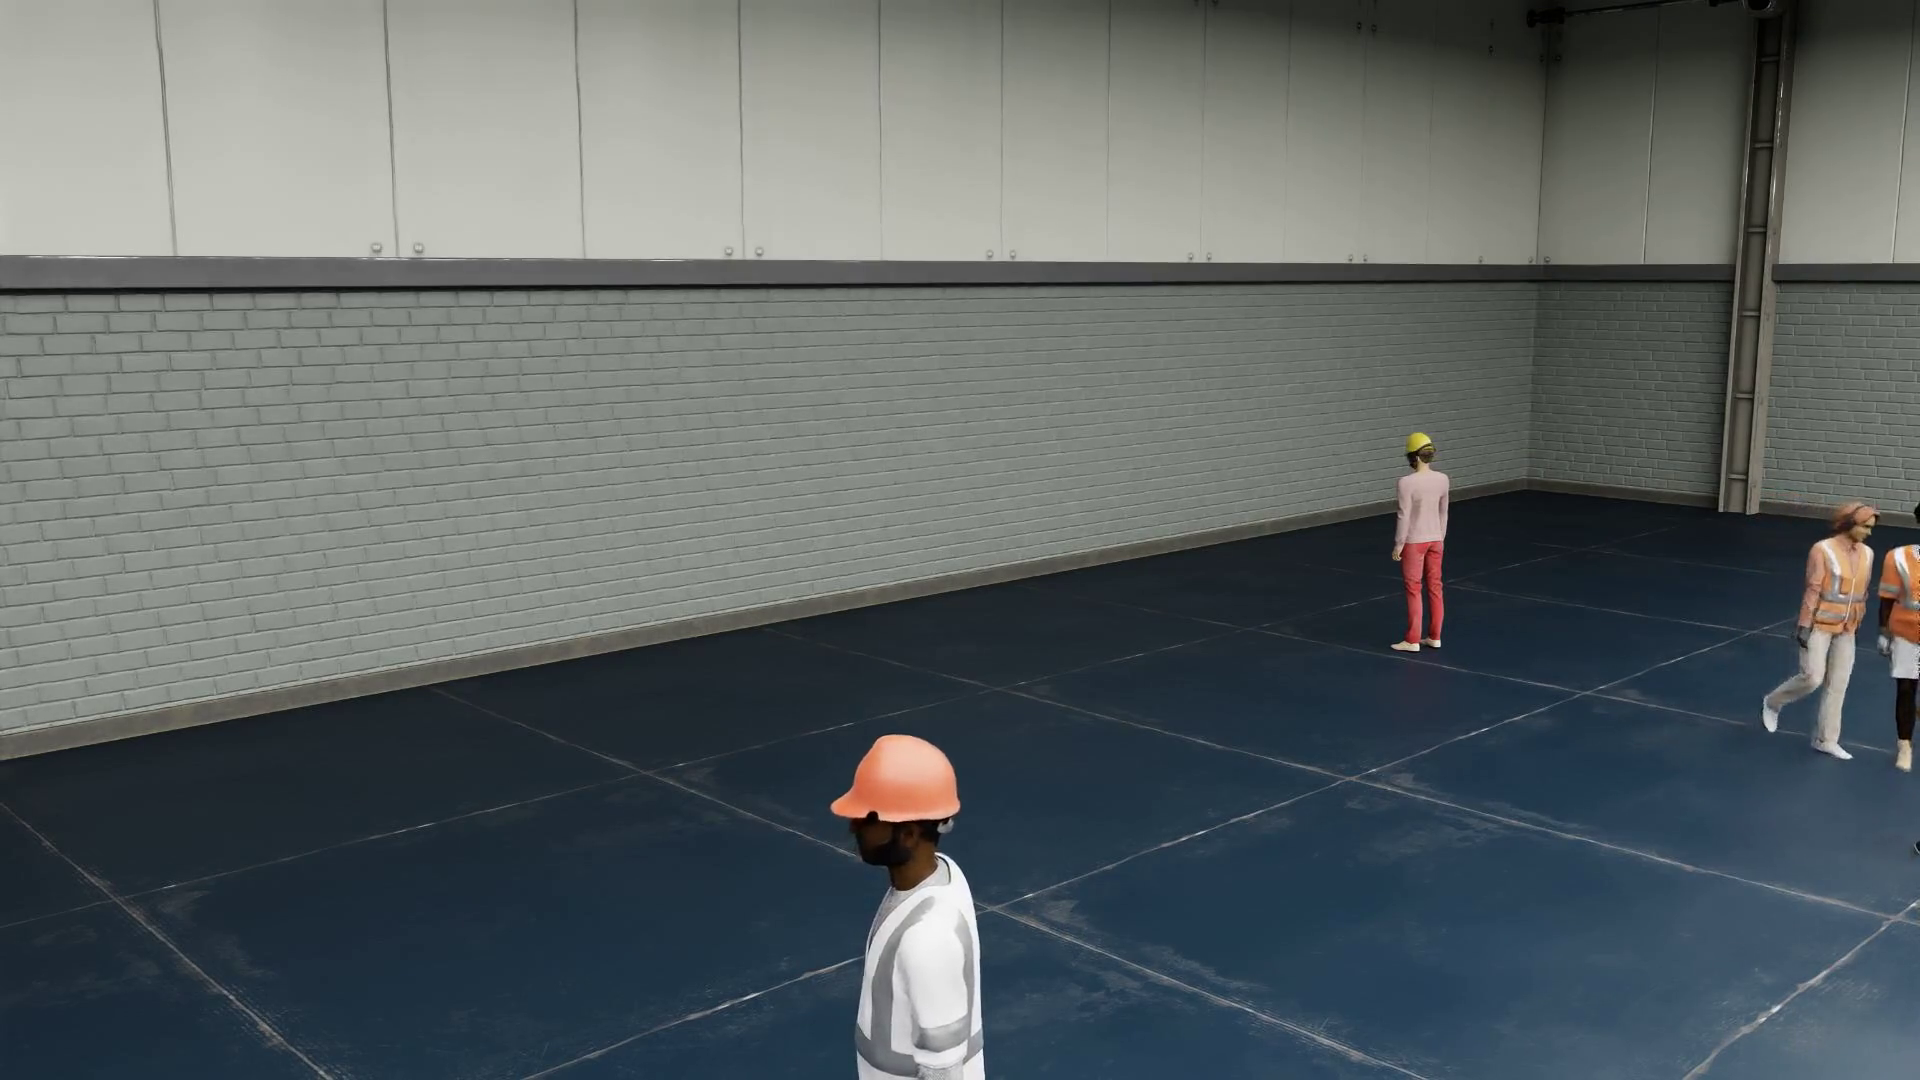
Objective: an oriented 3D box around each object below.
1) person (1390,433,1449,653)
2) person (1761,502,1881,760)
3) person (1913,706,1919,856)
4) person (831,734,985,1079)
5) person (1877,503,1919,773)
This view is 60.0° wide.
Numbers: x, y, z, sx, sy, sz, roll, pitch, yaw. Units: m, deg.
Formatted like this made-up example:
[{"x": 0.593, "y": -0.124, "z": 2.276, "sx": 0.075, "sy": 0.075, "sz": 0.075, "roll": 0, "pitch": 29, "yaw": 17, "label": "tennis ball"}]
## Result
[{"x": 3.662, "y": 0.025, "z": 13.296, "sx": 0.526, "sy": 1.758, "sz": 0.343, "roll": -5, "pitch": 10, "yaw": -28, "label": "person"}, {"x": 5.439, "y": 0.543, "z": 10.507, "sx": 0.566, "sy": 1.611, "sz": 0.557, "roll": -3, "pitch": 10, "yaw": -19, "label": "person"}, {"x": 5.182, "y": 0.769, "z": 8.465, "sx": 0.586, "sy": 1.825, "sz": 0.403, "roll": 0, "pitch": 9, "yaw": 2, "label": "person"}, {"x": -0.120, "y": 1.417, "z": 4.087, "sx": 0.371, "sy": 1.941, "sz": 0.544, "roll": -1, "pitch": 9, "yaw": -3, "label": "person"}, {"x": 5.812, "y": 0.587, "z": 10.017, "sx": 0.548, "sy": 1.684, "sz": 0.373, "roll": 5, "pitch": 11, "yaw": 30, "label": "person"}]
